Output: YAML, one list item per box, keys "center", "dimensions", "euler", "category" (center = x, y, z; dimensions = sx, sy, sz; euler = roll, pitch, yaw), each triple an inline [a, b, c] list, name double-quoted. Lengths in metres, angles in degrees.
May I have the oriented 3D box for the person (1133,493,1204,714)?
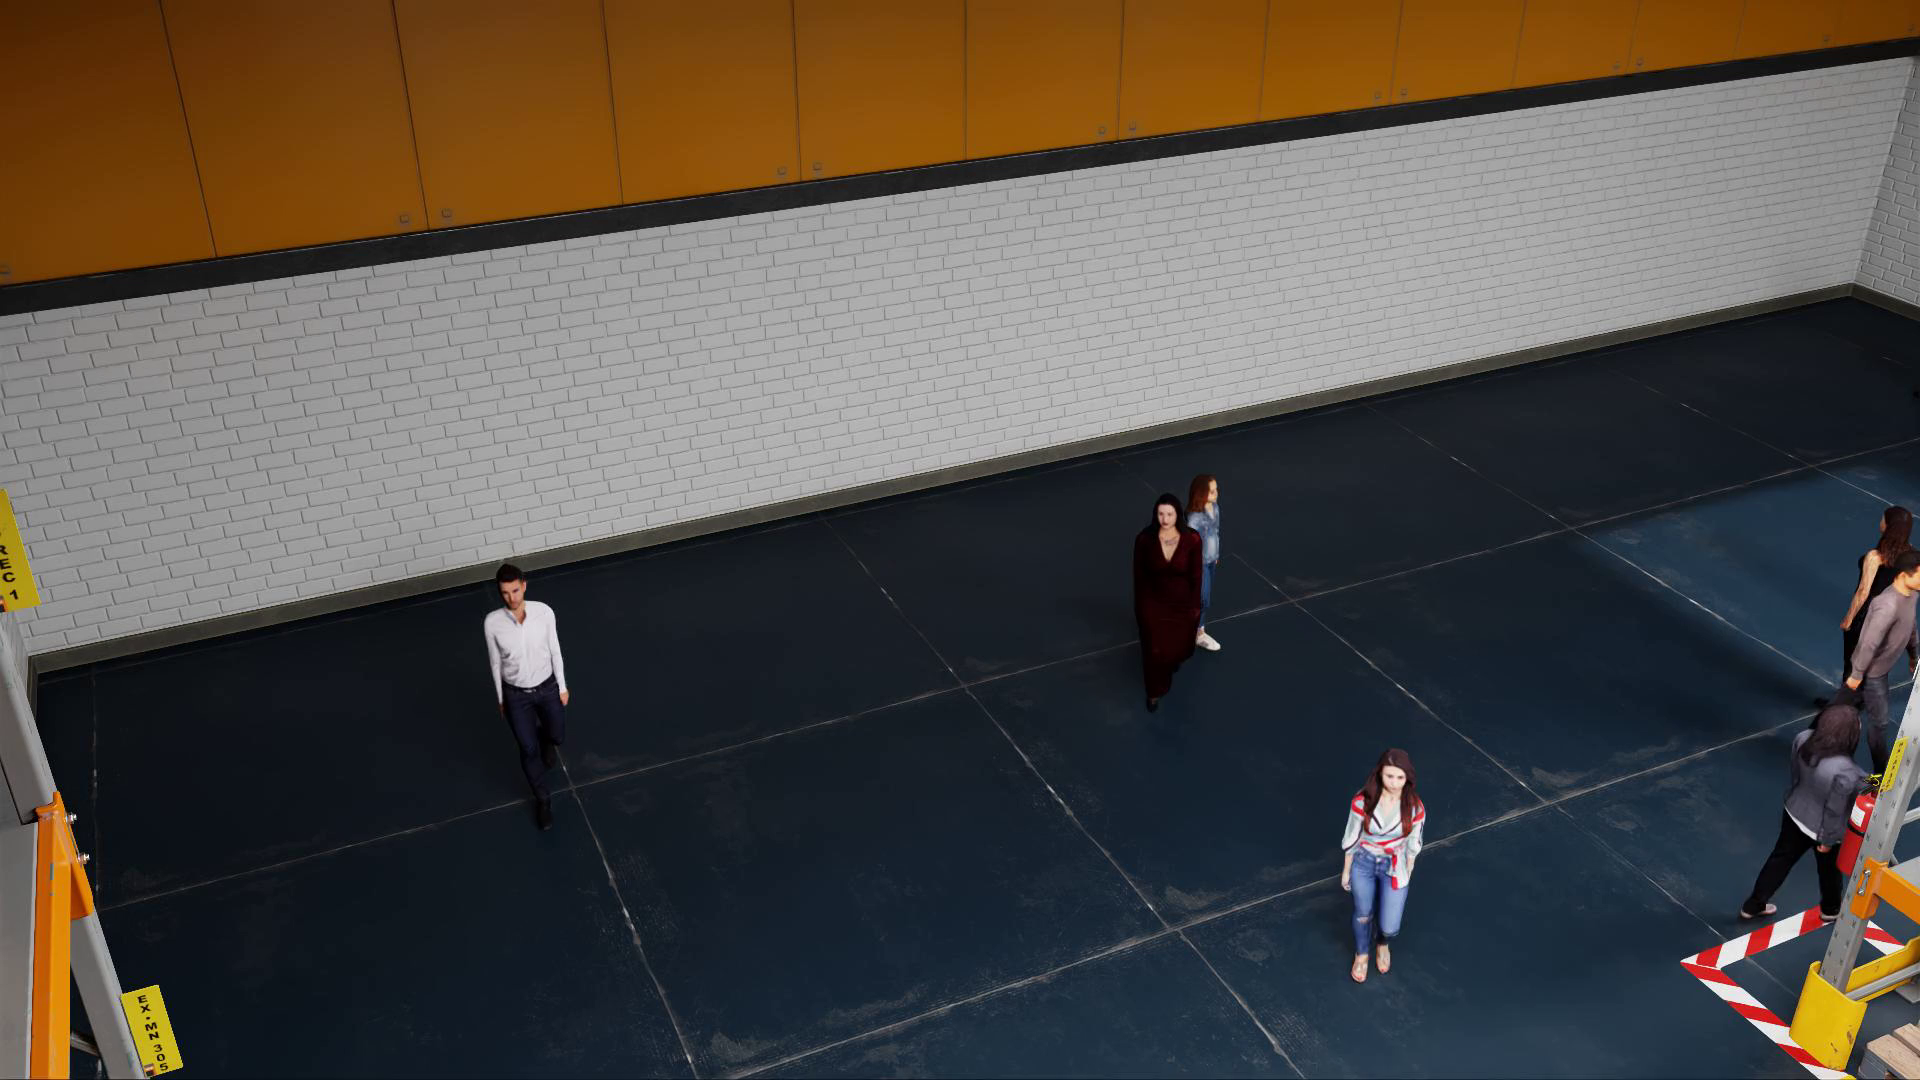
- center: [1.505, 0.420, 12.086]
  dimensions: [0.867, 1.739, 0.940]
  euler: [4, 29, 7]
  category: "person"

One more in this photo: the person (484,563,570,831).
- center: [-2.840, 0.948, 11.014]
  dimensions: [0.712, 1.839, 1.082]
  euler: [-8, 30, -15]
  category: "person"

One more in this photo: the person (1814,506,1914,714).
- center: [6.549, 0.527, 11.943]
  dimensions: [0.576, 1.688, 0.550]
  euler: [-12, 31, -21]
  category: "person"

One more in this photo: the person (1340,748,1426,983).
- center: [2.420, 1.841, 9.621]
  dimensions: [0.714, 1.604, 0.773]
  euler: [9, 30, 16]
  category: "person"

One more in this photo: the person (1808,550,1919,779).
- center: [6.148, 0.820, 11.356]
  dimensions: [0.914, 1.736, 1.133]
  euler: [-22, 36, -35]
  category: "person"

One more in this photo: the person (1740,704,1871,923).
- center: [5.067, 1.684, 9.952]
  dimensions: [0.850, 1.563, 0.969]
  euler: [-7, 29, -13]
  category: "person"
